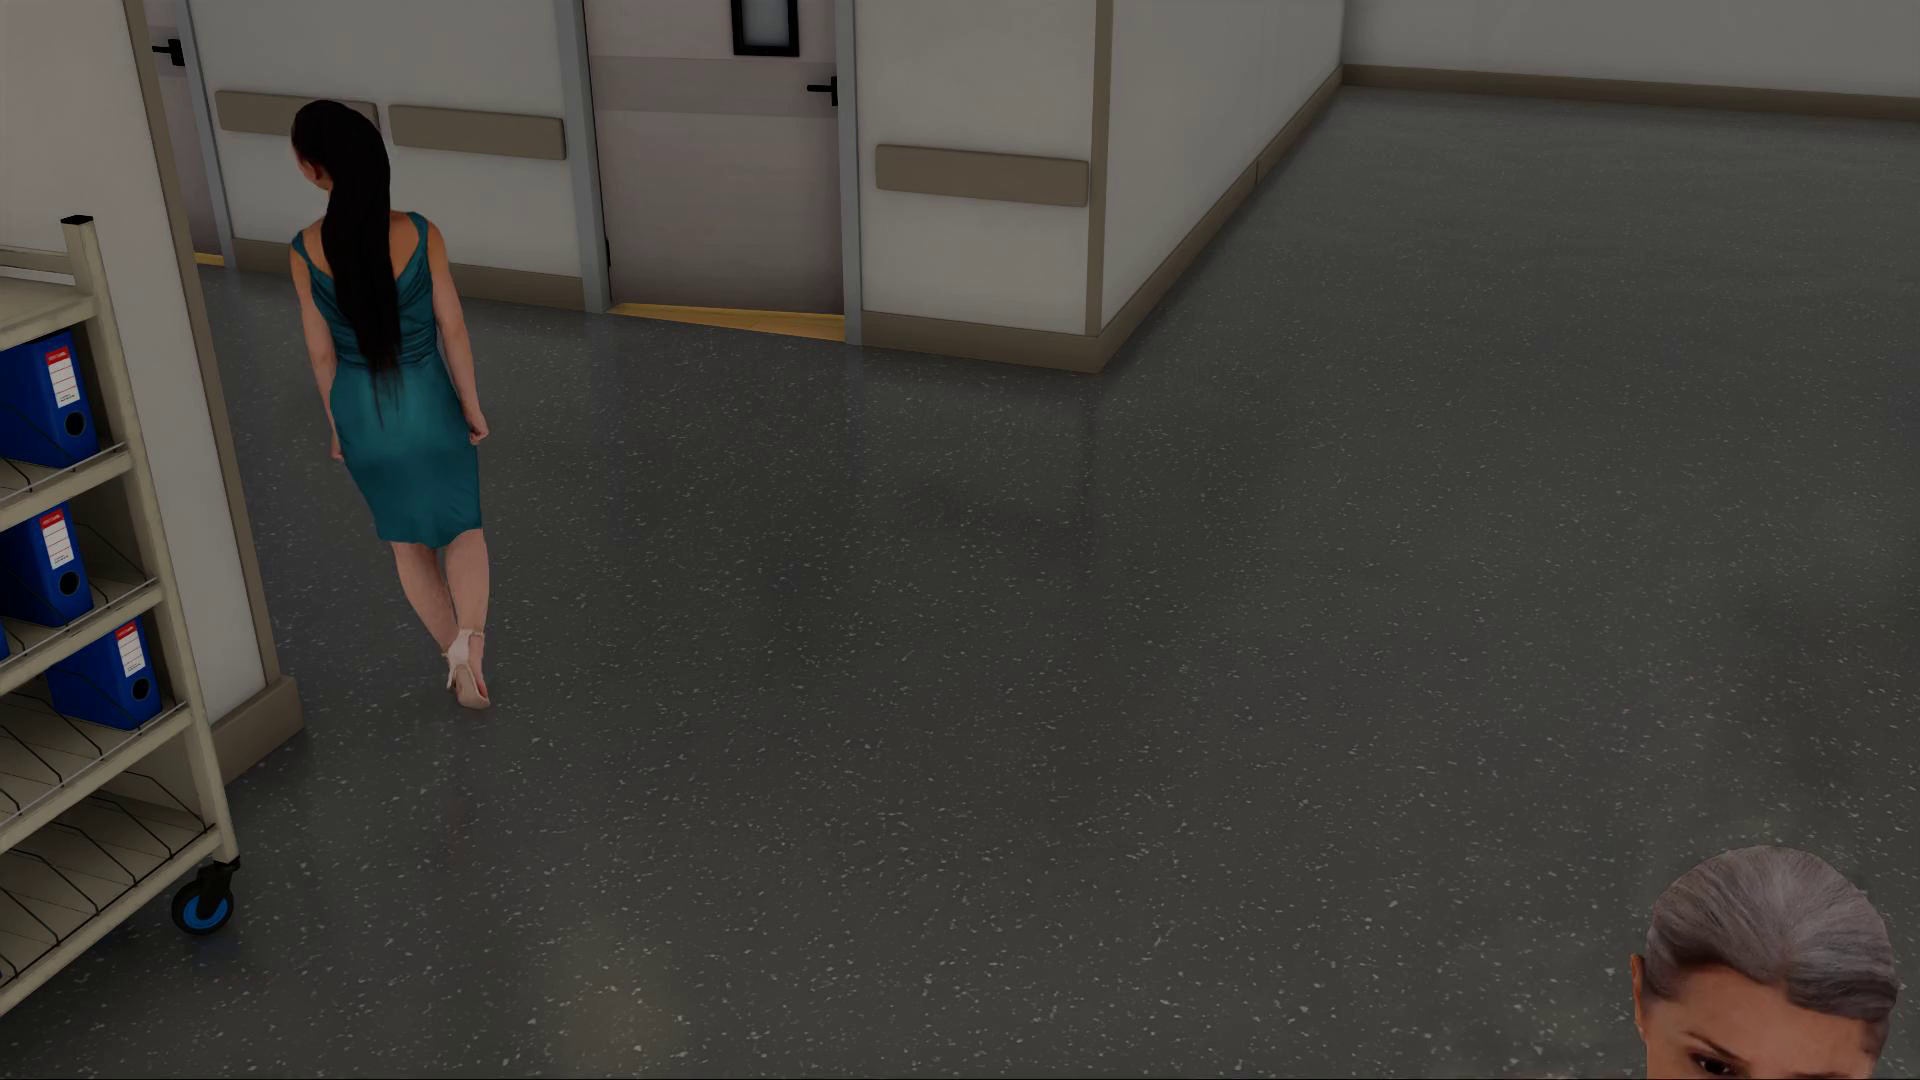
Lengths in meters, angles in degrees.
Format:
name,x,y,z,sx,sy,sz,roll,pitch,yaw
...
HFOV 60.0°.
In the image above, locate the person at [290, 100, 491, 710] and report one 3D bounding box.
name,x,y,z,sx,sy,sz,roll,pitch,yaw
person,-1.415,-0.241,4.208,0.793,1.666,0.868,-8,27,-15
